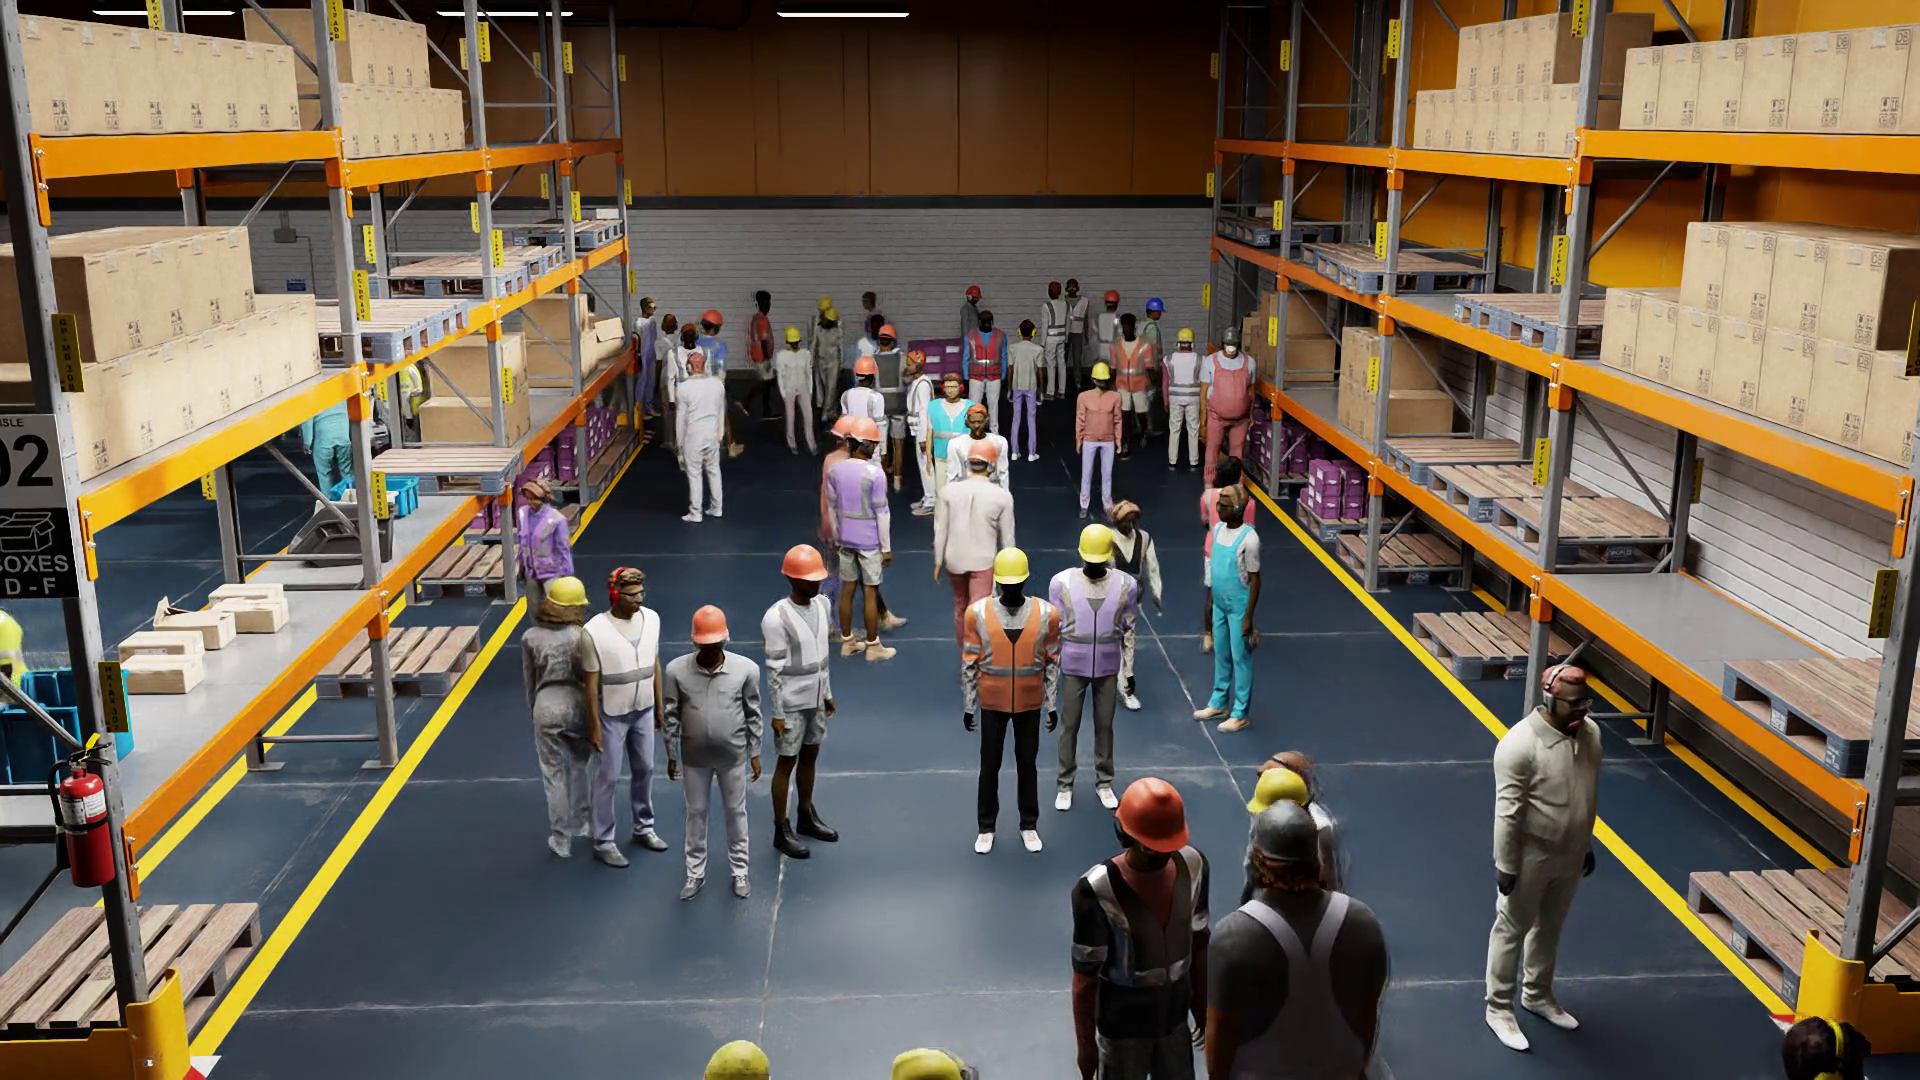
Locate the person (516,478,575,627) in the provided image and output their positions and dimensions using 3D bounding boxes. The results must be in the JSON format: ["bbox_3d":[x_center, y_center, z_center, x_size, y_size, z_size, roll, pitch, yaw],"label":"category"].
[{"bbox_3d":[-3.361,0.268,13.504,0.711,1.621,0.467,9,17,32],"label":"person"}]

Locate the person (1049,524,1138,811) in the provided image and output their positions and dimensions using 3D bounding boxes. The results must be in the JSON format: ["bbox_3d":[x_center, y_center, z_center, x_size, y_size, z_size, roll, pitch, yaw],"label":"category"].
[{"bbox_3d":[0.854,0.819,10.751,0.585,1.917,0.381,-1,14,-3],"label":"person"}]

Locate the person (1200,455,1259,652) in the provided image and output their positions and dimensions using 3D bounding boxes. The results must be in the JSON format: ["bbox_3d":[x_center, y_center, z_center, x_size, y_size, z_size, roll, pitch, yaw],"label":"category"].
[{"bbox_3d":[2.238,0.116,13.980,0.554,1.674,0.553,11,18,36],"label":"person"}]

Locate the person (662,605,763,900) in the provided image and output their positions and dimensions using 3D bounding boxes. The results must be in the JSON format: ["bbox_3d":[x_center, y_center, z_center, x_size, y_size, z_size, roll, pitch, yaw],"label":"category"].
[{"bbox_3d":[-1.413,1.213,9.530,0.572,1.748,0.335,-1,14,-3],"label":"person"}]

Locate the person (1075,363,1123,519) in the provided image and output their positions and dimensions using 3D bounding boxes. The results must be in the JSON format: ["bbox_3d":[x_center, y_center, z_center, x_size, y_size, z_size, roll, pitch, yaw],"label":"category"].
[{"bbox_3d":[1.556,-1.104,18.604,0.533,1.766,0.315,-1,14,-3],"label":"person"}]

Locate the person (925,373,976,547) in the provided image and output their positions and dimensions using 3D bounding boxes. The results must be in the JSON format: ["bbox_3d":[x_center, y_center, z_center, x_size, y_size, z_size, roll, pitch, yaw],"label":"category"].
[{"bbox_3d":[-0.078,-0.839,17.400,0.567,1.845,0.386,1,14,3],"label":"person"}]

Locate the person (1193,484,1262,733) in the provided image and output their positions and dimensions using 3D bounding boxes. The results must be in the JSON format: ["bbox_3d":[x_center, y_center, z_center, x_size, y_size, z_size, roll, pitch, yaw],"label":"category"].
[{"bbox_3d":[1.983,0.494,12.167,0.351,1.846,0.506,-7,16,-26],"label":"person"}]

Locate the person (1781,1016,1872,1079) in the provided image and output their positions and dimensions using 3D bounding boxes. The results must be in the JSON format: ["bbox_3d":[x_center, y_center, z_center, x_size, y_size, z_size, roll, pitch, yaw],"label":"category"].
[{"bbox_3d":[2.393,2.286,5.140,0.554,1.843,0.579,8,16,29],"label":"person"}]

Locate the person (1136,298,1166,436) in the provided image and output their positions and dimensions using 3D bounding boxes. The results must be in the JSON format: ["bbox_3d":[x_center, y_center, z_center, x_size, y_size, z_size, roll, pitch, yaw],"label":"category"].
[{"bbox_3d":[2.691,-2.452,23.548,0.402,1.939,0.602,-3,15,-11],"label":"person"}]

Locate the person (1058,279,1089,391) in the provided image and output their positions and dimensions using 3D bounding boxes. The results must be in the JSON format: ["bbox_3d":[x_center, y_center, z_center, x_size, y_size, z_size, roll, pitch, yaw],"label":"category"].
[{"bbox_3d":[1.832,-3.378,27.366,0.570,1.844,0.379,-1,14,-3],"label":"person"}]

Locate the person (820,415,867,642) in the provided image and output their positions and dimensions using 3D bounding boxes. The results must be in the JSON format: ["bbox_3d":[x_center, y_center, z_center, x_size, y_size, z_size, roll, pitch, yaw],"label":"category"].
[{"bbox_3d":[-1.002,-0.089,14.190,0.481,1.976,0.627,-5,15,-19],"label":"person"}]

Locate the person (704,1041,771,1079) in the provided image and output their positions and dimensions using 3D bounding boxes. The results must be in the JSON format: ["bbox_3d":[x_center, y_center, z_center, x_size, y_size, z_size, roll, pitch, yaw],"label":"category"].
[{"bbox_3d":[-0.728,2.350,5.152,0.494,1.699,0.845,-1,14,-5],"label":"person"}]

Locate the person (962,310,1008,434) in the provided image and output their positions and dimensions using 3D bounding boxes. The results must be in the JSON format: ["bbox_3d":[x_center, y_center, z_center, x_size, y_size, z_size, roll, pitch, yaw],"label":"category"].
[{"bbox_3d":[0.344,-2.248,22.944,0.633,1.841,0.429,-1,14,-3],"label":"person"}]

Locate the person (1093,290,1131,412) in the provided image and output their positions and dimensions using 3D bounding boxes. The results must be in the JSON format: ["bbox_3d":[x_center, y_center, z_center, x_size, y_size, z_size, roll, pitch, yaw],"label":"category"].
[{"bbox_3d":[2.312,-2.789,24.918,0.586,1.911,0.733,10,17,33],"label":"person"}]

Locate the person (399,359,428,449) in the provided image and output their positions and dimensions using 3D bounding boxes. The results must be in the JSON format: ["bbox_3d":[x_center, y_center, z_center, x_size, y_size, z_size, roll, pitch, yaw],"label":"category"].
[{"bbox_3d":[-6.561,-1.575,20.138,0.383,1.922,0.587,2,14,9],"label":"person"}]

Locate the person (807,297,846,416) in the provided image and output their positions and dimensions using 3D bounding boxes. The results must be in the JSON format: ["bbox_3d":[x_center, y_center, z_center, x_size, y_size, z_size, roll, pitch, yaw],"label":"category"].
[{"bbox_3d":[-2.032,-2.783,25.152,0.600,1.775,0.904,0,14,0],"label":"person"}]

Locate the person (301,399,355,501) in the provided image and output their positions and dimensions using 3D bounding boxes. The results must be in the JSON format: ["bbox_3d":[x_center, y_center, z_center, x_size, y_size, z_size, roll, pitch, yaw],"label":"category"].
[{"bbox_3d":[-7.042,-1.161,18.548,0.401,1.904,0.651,12,19,40],"label":"person"}]

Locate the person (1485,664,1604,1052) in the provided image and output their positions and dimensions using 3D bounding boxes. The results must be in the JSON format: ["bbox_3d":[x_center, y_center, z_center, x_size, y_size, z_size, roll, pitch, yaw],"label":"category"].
[{"bbox_3d":[2.854,1.512,8.050,0.642,1.909,0.399,-8,16,-29],"label":"person"}]

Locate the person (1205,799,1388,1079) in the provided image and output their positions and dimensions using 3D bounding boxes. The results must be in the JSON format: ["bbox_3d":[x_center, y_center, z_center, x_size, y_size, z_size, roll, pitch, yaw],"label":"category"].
[{"bbox_3d":[1.244,1.942,6.095,0.701,2.000,0.936,-2,14,-7],"label":"person"}]

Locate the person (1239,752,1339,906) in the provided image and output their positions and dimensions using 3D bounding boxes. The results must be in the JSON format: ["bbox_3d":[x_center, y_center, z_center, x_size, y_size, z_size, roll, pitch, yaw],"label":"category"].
[{"bbox_3d":[1.535,1.728,7.839,0.860,1.586,0.572,-6,16,-23],"label":"person"}]

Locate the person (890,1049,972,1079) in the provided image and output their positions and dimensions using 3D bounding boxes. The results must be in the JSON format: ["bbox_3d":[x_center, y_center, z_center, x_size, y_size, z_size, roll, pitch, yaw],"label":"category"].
[{"bbox_3d":[-0.018,2.364,5.077,0.512,1.731,0.549,-6,15,-22],"label":"person"}]

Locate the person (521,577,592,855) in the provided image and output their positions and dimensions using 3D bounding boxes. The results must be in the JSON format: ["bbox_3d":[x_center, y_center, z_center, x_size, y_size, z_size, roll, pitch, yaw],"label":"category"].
[{"bbox_3d":[-2.435,1.058,10.218,0.466,1.714,0.535,-3,15,-11],"label":"person"}]

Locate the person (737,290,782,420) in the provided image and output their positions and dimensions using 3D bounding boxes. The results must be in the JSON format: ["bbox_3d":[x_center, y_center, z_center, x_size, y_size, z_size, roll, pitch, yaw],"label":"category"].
[{"bbox_3d":[-2.973,-2.720,24.612,0.564,1.930,0.635,-3,15,-13],"label":"person"}]

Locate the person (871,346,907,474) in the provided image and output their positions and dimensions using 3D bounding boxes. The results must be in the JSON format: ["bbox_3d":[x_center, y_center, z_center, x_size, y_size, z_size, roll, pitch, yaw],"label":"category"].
[{"bbox_3d":[-0.929,-1.772,21.069,0.626,1.846,0.429,12,19,40],"label":"person"}]

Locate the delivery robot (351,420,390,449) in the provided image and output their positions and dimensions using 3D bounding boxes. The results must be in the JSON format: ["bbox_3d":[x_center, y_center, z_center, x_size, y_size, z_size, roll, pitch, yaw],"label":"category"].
[{"bbox_3d":[-7.922,-1.429,22.103,0.707,0.478,0.477,10,17,33],"label":"delivery robot"}]

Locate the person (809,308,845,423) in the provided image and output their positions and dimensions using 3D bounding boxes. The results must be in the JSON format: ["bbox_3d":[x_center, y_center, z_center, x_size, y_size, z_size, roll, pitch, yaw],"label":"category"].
[{"bbox_3d":[-1.950,-2.577,24.529,0.503,1.676,0.873,4,15,17],"label":"person"}]

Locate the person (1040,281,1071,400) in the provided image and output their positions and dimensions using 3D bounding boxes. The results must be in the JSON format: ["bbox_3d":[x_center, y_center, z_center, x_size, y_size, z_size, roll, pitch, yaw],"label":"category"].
[{"bbox_3d":[1.501,-3.166,26.464,0.575,1.883,0.355,-11,18,-38],"label":"person"}]

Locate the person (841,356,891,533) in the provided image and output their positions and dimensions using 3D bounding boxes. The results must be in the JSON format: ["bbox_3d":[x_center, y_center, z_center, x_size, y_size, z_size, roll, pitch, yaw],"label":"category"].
[{"bbox_3d":[-1.006,-1.005,17.870,0.543,1.939,0.355,8,16,28],"label":"person"}]

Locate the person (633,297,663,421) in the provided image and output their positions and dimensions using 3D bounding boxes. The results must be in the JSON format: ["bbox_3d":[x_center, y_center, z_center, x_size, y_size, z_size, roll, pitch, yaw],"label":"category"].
[{"bbox_3d":[-4.648,-2.685,24.685,0.365,1.836,0.504,5,15,17],"label":"person"}]

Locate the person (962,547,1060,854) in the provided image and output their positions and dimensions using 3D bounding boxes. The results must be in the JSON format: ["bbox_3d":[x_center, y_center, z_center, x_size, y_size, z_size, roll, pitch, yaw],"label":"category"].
[{"bbox_3d":[0.311,0.975,10.116,0.594,1.926,0.369,-1,14,-3],"label":"person"}]

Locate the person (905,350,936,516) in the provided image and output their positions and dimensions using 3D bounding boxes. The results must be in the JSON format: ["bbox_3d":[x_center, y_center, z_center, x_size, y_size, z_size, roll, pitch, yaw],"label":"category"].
[{"bbox_3d":[-0.440,-1.217,18.848,0.362,1.873,0.592,-1,14,-5],"label":"person"}]

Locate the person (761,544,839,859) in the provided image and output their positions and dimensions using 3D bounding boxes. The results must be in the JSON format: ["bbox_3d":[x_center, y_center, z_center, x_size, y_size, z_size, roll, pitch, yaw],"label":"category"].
[{"bbox_3d":[-0.947,0.963,10.145,0.379,1.937,0.547,10,17,34],"label":"person"}]

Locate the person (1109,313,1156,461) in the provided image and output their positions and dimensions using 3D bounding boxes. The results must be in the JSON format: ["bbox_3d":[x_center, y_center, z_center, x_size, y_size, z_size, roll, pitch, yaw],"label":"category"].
[{"bbox_3d":[2.293,-2.039,21.927,0.652,1.940,0.686,5,15,20],"label":"person"}]

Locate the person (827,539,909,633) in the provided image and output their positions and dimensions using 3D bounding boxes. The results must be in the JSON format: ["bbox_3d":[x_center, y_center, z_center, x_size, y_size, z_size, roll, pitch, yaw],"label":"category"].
[{"bbox_3d":[-0.883,0.037,14.345,0.834,1.646,0.541,8,16,29],"label":"person"}]

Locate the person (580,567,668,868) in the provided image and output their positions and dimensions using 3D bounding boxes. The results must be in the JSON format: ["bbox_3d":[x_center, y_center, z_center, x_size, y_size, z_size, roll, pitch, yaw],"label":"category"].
[{"bbox_3d":[-2.031,1.042,10.047,0.382,1.836,0.570,12,19,39],"label":"person"}]

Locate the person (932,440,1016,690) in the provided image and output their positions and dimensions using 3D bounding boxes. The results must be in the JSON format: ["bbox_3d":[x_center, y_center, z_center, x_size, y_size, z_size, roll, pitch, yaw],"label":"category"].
[{"bbox_3d":[0.141,0.180,13.259,0.652,1.934,0.853,5,15,18],"label":"person"}]

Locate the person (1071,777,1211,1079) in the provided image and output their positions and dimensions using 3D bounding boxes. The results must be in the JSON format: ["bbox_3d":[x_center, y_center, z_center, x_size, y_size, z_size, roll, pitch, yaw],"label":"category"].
[{"bbox_3d":[0.724,1.858,6.456,0.616,2.030,0.409,-8,16,-27],"label":"person"}]

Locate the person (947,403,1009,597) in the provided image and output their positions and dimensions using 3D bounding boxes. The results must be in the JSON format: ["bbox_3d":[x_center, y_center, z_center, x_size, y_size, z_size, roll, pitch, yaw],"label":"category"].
[{"bbox_3d":[0.164,-0.340,15.398,0.582,1.877,0.371,-1,14,-5],"label":"person"}]

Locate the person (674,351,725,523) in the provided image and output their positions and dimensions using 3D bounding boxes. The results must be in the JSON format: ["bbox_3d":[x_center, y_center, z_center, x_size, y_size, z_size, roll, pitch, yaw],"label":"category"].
[{"bbox_3d":[-2.903,-1.142,18.474,0.401,1.905,0.648,13,19,42],"label":"person"}]

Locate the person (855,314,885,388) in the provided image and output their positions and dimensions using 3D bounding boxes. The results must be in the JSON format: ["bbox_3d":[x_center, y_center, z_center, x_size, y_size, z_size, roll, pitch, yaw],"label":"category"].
[{"bbox_3d":[-1.203,-2.123,22.395,0.587,1.887,0.834,-10,18,-35],"label":"person"}]

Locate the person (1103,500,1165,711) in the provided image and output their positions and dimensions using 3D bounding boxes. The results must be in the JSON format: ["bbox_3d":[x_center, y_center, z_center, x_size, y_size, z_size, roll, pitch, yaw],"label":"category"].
[{"bbox_3d":[1.243,0.450,12.864,0.521,1.590,0.893,-5,15,-19],"label":"person"}]

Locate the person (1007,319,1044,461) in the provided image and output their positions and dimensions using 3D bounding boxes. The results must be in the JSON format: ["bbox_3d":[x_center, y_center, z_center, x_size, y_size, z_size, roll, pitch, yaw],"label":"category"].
[{"bbox_3d":[0.858,-1.960,21.787,0.498,1.861,0.327,3,15,12],"label":"person"}]

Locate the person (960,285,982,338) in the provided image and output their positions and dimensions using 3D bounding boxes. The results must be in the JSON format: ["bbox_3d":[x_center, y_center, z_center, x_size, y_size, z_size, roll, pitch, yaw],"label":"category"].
[{"bbox_3d":[0.199,-3.293,27.236,0.336,1.743,0.561,5,15,17],"label":"person"}]

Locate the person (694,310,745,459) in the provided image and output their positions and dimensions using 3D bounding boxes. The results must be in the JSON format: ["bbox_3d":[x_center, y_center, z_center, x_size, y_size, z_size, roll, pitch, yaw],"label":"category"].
[{"bbox_3d":[-3.207,-1.991,21.630,0.626,1.994,1.019,7,16,25],"label":"person"}]

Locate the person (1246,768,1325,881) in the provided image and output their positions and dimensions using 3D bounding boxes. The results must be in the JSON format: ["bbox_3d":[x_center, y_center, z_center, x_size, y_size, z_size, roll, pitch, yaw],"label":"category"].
[{"bbox_3d":[1.367,1.818,7.188,0.771,1.728,0.544,-1,14,-5],"label":"person"}]

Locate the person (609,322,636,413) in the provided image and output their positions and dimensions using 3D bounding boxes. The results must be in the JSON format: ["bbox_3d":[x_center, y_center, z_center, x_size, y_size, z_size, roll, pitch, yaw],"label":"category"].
[{"bbox_3d":[-4.844,-2.356,23.879,0.858,1.574,0.558,9,17,31],"label":"person"}]

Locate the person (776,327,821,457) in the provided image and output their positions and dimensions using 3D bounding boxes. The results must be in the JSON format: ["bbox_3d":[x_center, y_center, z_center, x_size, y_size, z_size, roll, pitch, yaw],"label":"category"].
[{"bbox_3d":[-2.117,-1.931,21.906,0.534,1.729,0.776,-7,16,-26],"label":"person"}]

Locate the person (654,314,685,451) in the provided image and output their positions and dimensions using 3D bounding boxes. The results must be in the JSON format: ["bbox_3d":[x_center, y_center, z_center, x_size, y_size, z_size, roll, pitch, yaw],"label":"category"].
[{"bbox_3d":[-3.886,-2.132,22.478,0.514,1.845,0.339,-10,17,-33],"label":"person"}]

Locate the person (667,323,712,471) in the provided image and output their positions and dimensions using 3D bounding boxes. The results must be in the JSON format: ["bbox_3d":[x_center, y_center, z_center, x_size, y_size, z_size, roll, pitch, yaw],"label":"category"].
[{"bbox_3d":[-3.423,-1.817,21.163,0.585,1.882,0.337,-6,15,-21],"label":"person"}]

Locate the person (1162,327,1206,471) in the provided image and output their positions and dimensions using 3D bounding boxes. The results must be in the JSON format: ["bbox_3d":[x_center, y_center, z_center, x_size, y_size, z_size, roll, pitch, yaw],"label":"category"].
[{"bbox_3d":[2.864,-1.786,21.142,0.590,1.835,0.404,4,15,14],"label":"person"}]

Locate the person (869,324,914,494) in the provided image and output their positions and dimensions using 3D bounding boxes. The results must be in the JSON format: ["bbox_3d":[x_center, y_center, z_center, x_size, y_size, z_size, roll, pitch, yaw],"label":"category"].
[{"bbox_3d":[-0.860,-1.568,19.913,0.644,2.023,0.449,-2,14,-7],"label":"person"}]

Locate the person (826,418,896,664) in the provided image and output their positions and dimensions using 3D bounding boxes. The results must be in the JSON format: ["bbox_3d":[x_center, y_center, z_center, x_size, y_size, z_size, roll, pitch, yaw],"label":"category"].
[{"bbox_3d":[-0.801,0.004,13.718,0.605,2.035,0.392,10,18,35],"label":"person"}]

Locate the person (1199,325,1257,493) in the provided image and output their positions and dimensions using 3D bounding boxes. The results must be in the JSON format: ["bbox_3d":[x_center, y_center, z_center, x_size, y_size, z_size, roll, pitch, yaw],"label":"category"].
[{"bbox_3d":[3.189,-1.531,19.729,0.688,2.000,0.539,-1,14,-3],"label":"person"}]
